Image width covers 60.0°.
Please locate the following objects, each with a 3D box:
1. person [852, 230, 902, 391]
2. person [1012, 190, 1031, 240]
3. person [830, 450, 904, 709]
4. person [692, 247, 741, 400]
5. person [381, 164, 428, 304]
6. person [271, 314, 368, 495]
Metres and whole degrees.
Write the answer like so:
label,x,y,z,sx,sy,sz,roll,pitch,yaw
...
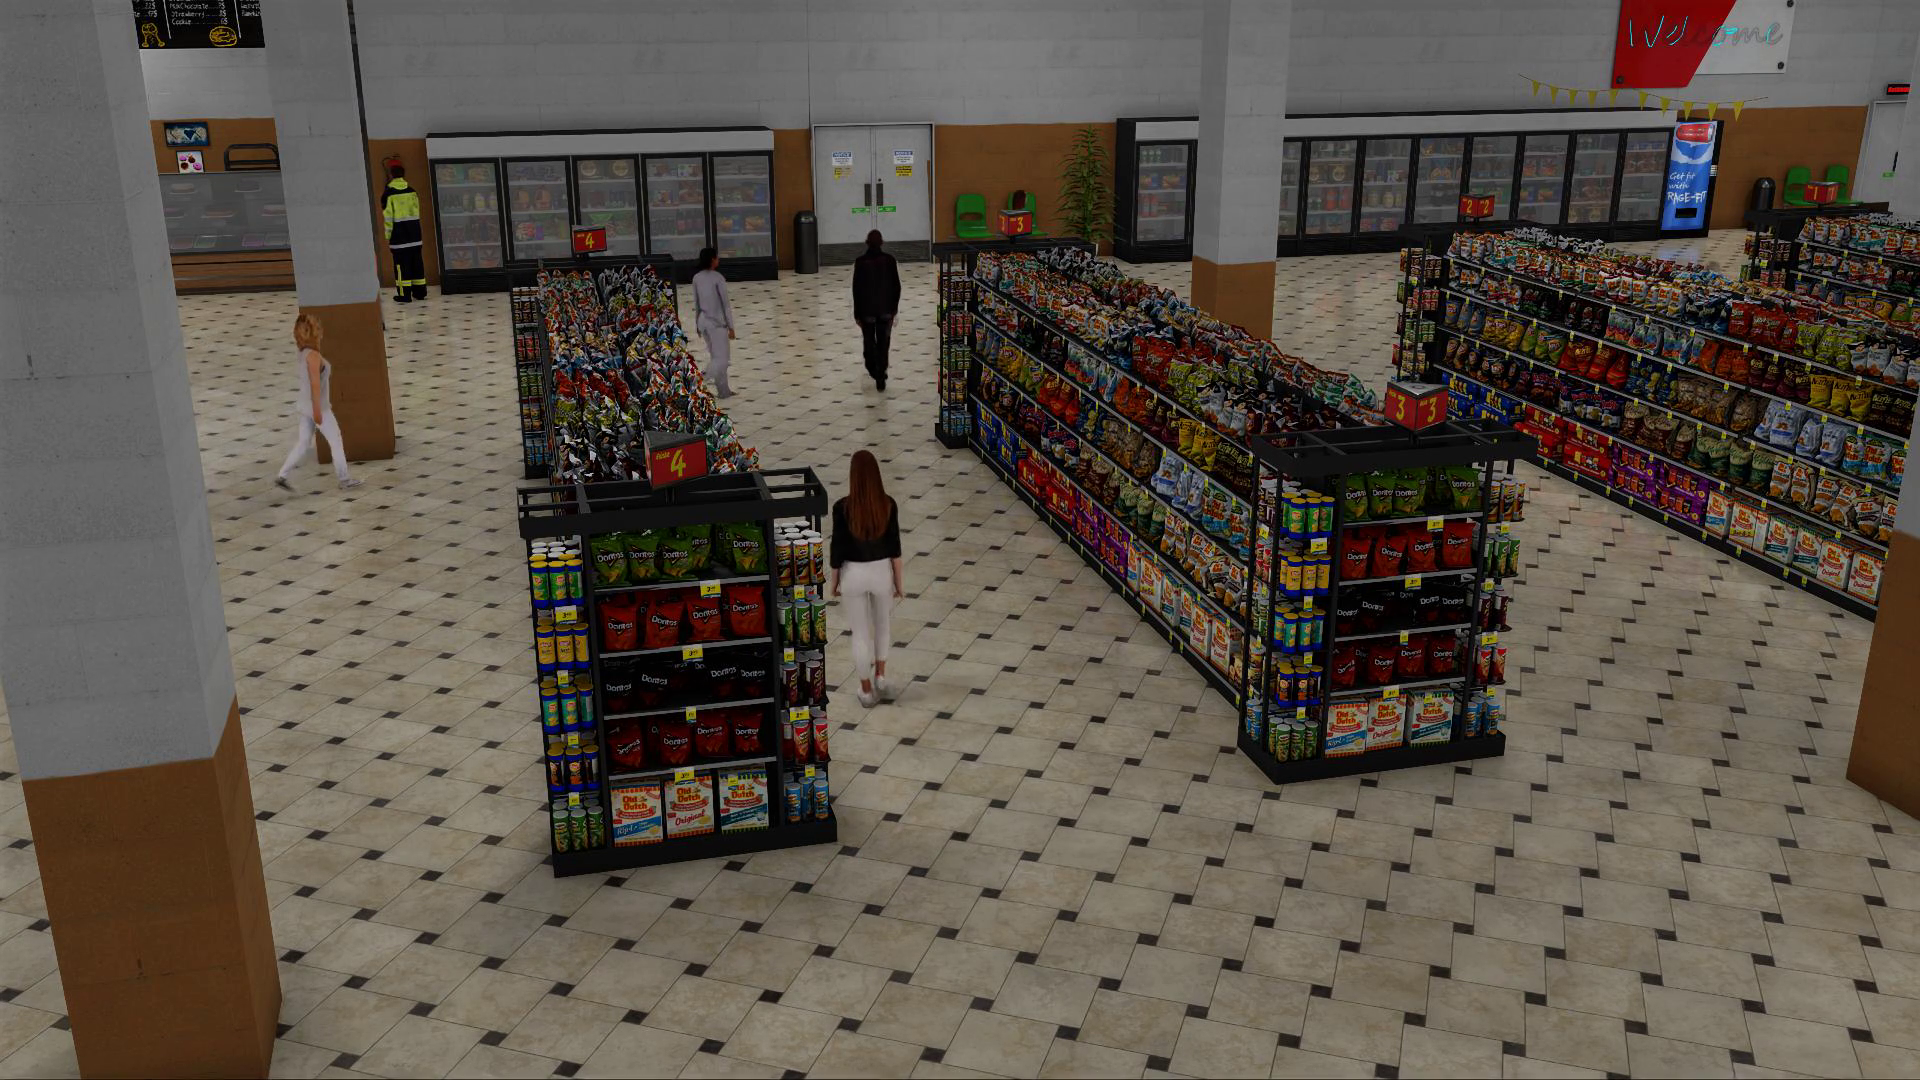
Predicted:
label,x,y,z,sx,sy,sz,roll,pitch,yaw
person,-0.942,-2.603,18.988,0.878,1.791,1.177,0,19,-1
person,0.917,-4.603,25.413,0.647,1.477,0.478,-8,20,-22
person,-0.580,0.275,10.600,0.620,1.696,0.567,-4,19,-11
person,-2.763,-2.340,18.327,1.079,1.715,1.051,15,24,37
person,-8.121,-4.484,24.266,0.899,1.984,0.866,13,22,33
person,-5.934,-1.193,15.045,0.939,1.638,1.084,-15,24,-37
